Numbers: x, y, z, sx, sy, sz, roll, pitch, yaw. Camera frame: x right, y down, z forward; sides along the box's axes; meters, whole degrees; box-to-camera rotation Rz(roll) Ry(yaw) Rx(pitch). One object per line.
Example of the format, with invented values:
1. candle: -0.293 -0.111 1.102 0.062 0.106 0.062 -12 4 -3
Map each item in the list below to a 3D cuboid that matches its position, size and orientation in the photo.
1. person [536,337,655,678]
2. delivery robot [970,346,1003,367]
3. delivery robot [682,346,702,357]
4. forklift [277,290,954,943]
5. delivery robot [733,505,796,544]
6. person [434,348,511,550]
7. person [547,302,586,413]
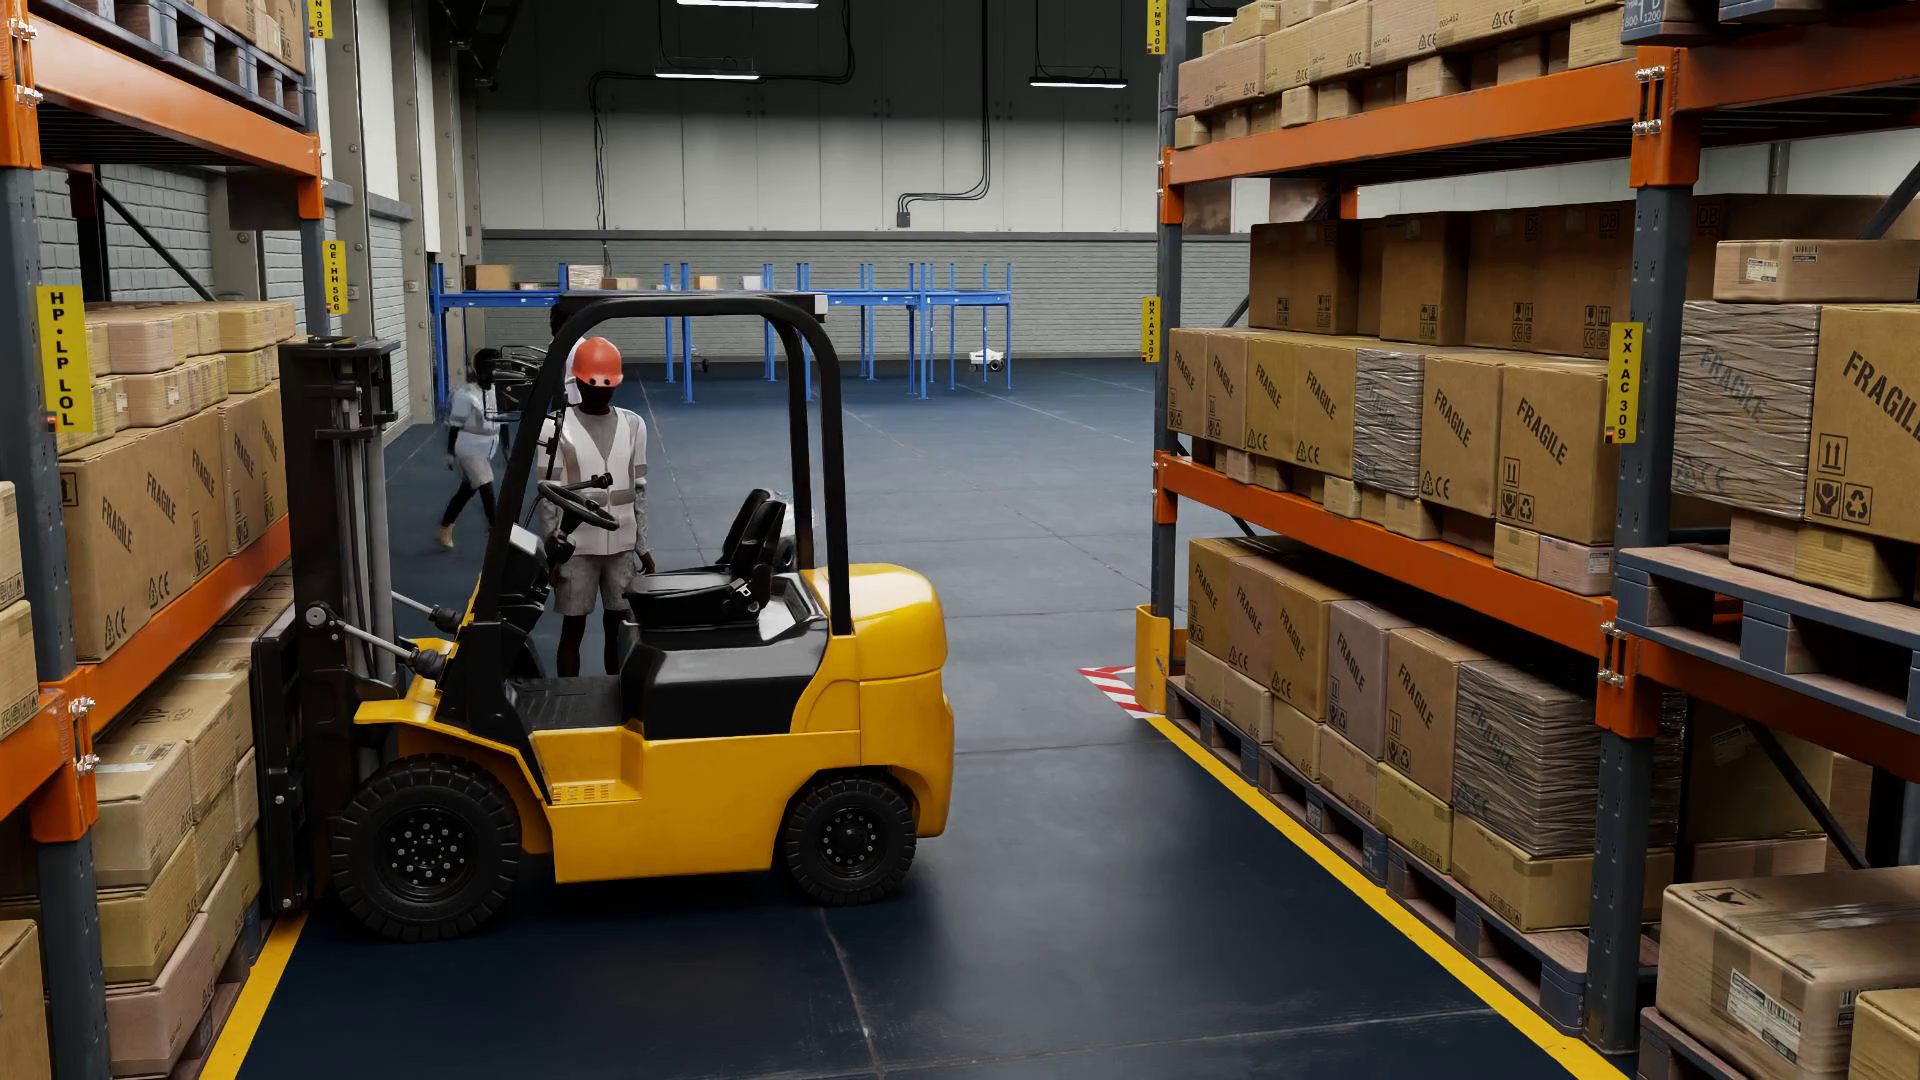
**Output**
1. person: -1.678 0.024 7.748 0.542 1.927 0.374 -7 11 -35
2. delivery robot: 0.569 -3.974 36.131 0.707 0.478 0.477 2 10 10
3. delivery robot: -5.823 -4.115 36.200 0.335 0.223 0.698 -5 11 -27
4. forklift: -1.179 0.175 6.143 2.313 2.155 1.214 -2 10 -12
5. delivery robot: -1.413 -0.109 12.575 0.477 0.478 0.707 4 10 23
6. person: -3.829 -0.700 13.079 0.933 1.629 0.536 4 10 21
7. person: -3.706 -1.286 15.756 0.376 1.917 0.599 2 10 13
